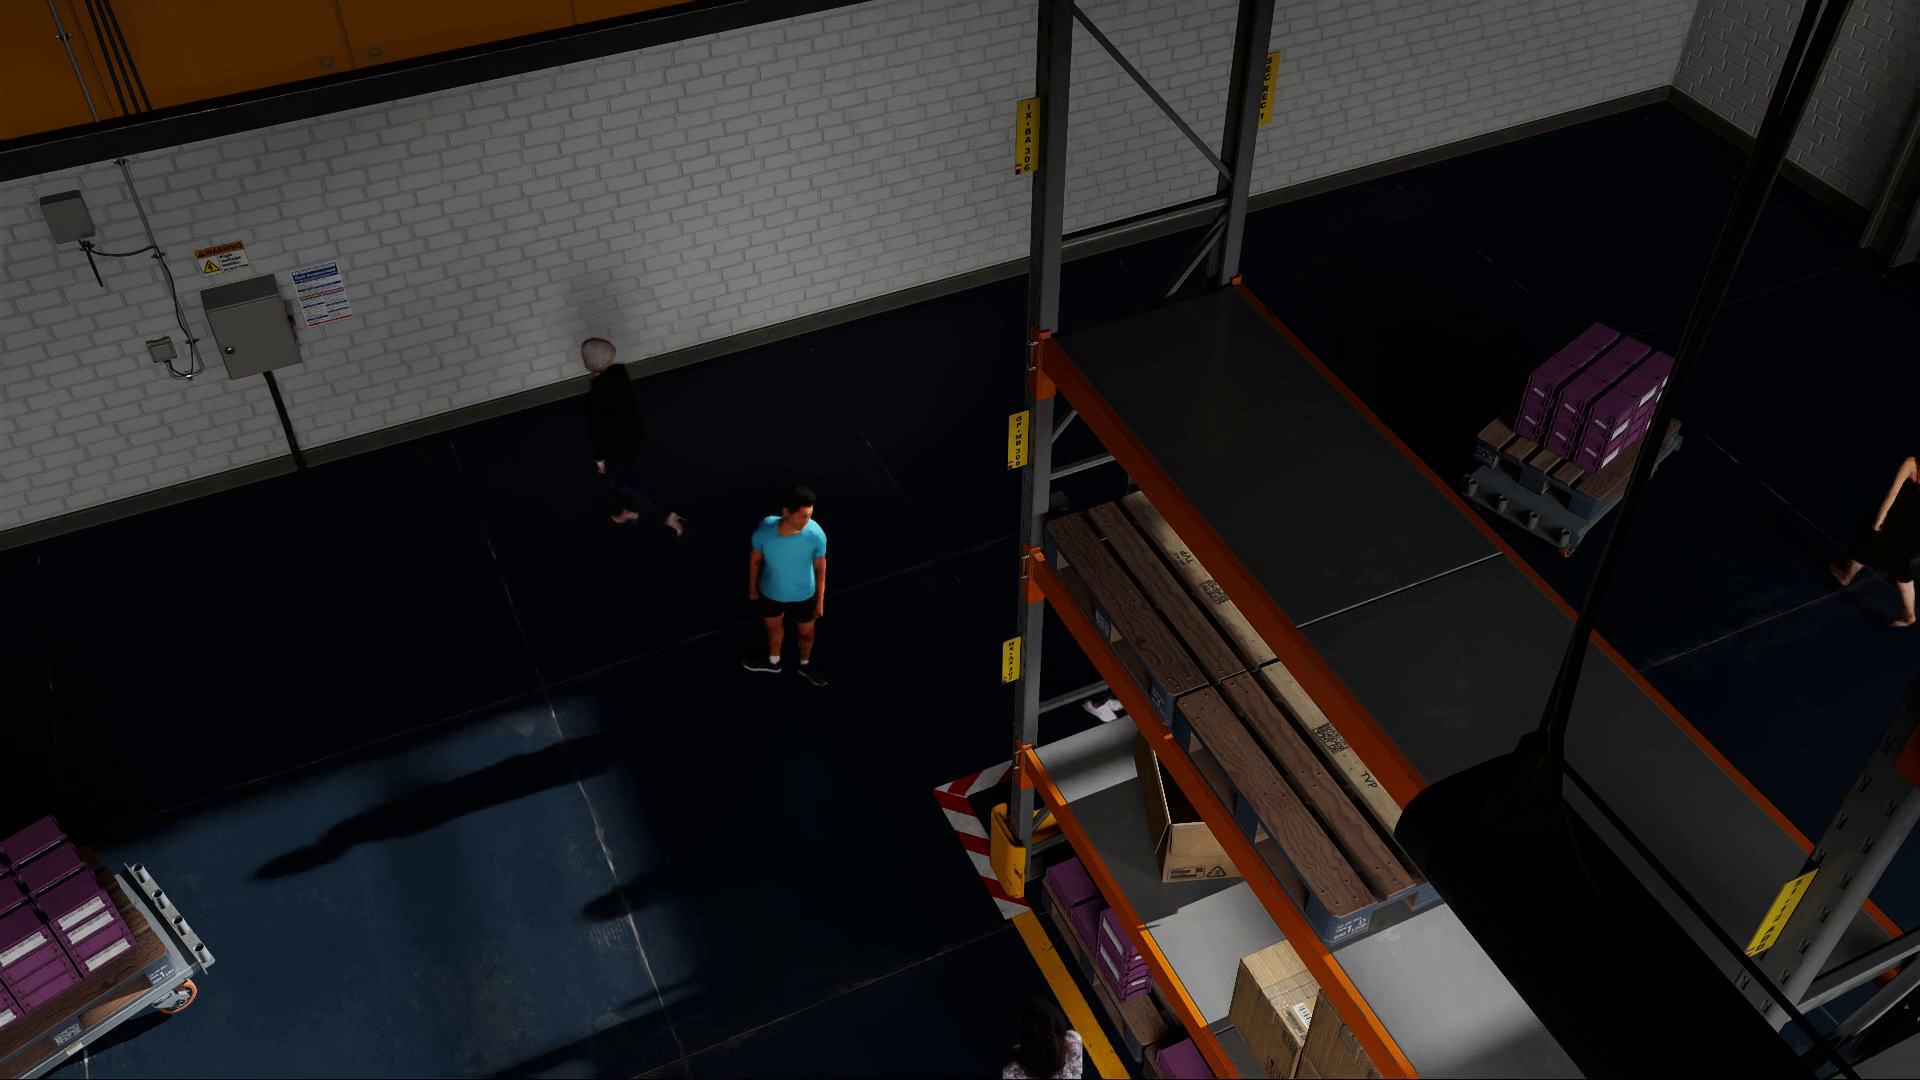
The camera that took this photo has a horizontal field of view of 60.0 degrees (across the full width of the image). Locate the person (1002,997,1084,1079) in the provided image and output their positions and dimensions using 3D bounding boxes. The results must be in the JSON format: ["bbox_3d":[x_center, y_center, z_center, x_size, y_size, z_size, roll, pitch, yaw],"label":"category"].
[{"bbox_3d":[0.424,2.827,8.006,0.679,1.699,1.120,-22,48,-22],"label":"person"}]

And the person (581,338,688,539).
[{"bbox_3d":[-2.273,-0.686,11.599,1.068,1.779,1.085,16,46,16],"label":"person"}]

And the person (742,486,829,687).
[{"bbox_3d":[-1.146,0.289,10.627,0.854,1.756,0.780,12,45,12],"label":"person"}]

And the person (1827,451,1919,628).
[{"bbox_3d":[6.361,-0.105,11.154,0.750,1.600,1.067,-6,44,-6],"label":"person"}]
